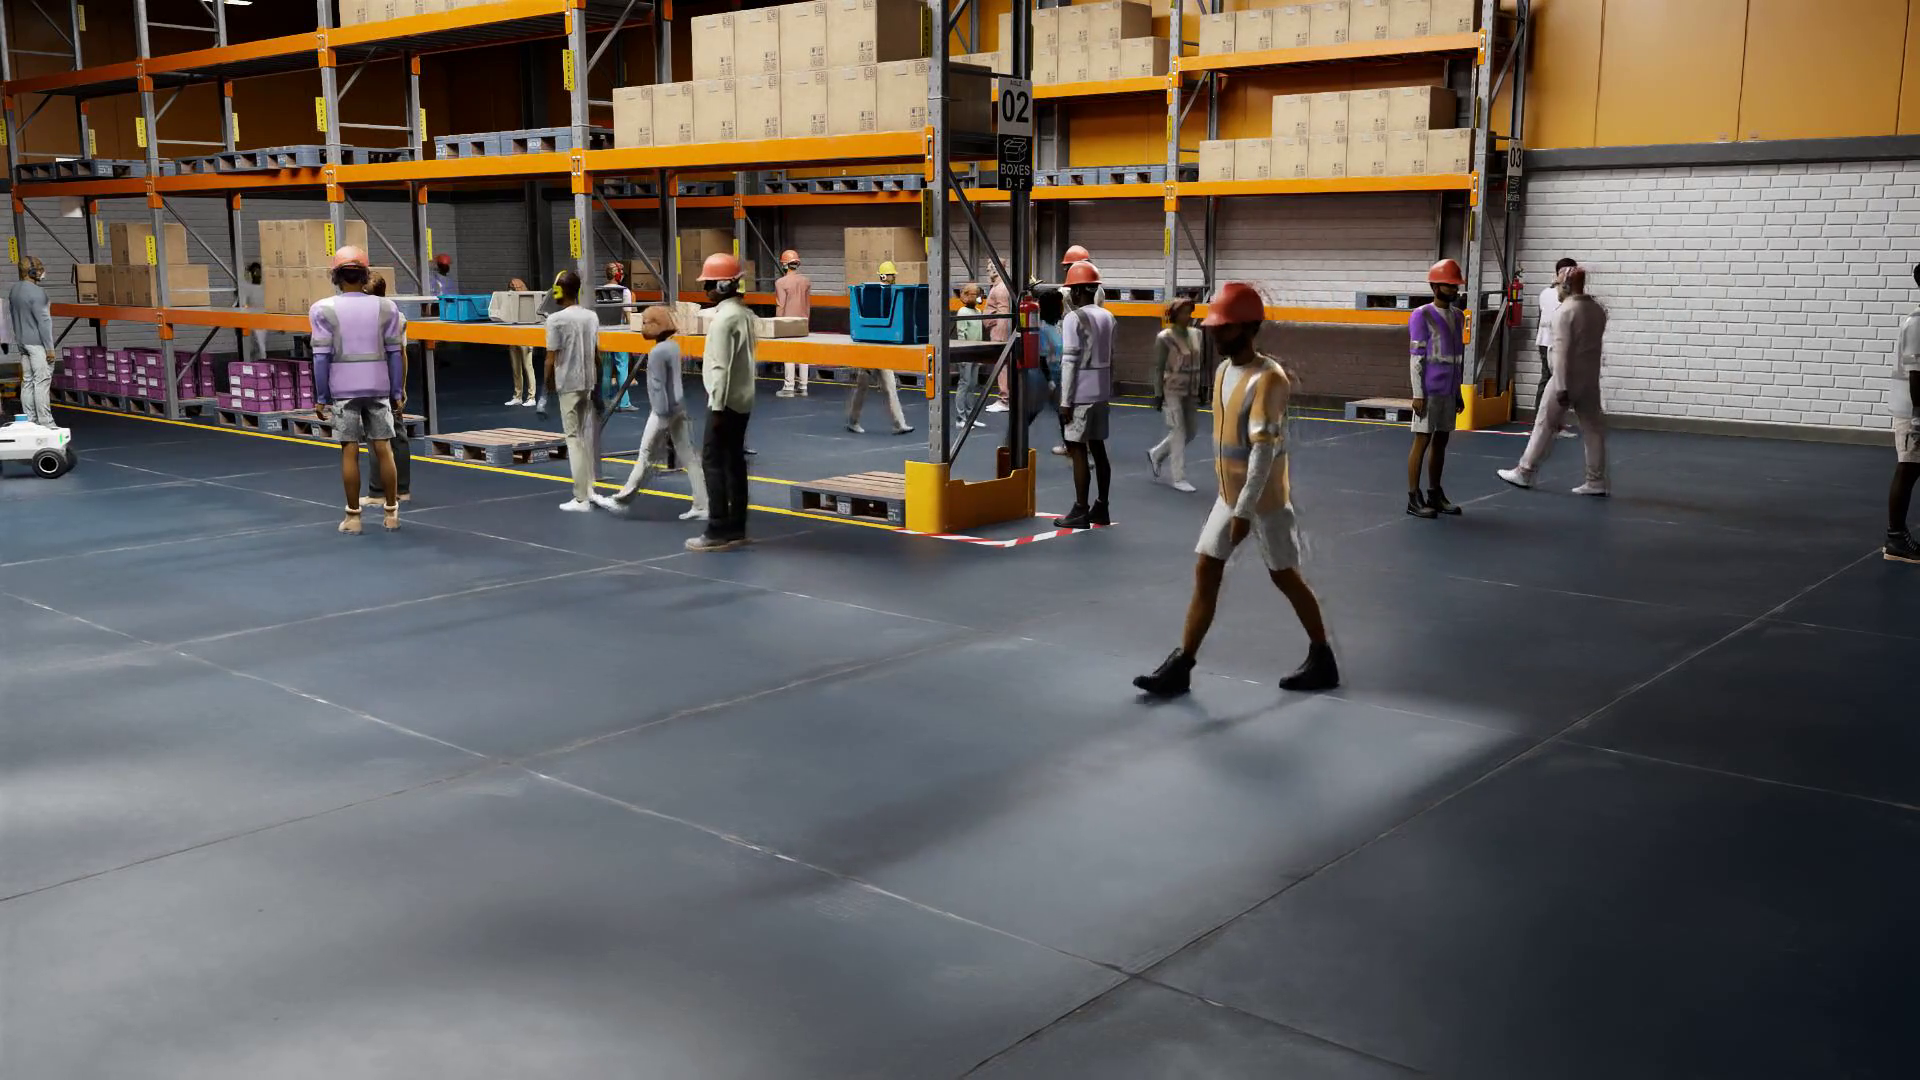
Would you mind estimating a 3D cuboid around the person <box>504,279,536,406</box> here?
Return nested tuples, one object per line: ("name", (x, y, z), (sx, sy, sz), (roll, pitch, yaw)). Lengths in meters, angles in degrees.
("person", (-5.660, -2.532, 21.358), (0.506, 1.631, 0.279), (6, 12, 30))

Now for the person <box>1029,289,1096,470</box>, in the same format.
("person", (0.800, -1.447, 15.110), (0.873, 1.651, 0.530), (6, 12, 31))

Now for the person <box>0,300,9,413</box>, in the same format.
("person", (-12.068, -2.442, 20.448), (0.940, 1.793, 0.635), (6, 11, 29))

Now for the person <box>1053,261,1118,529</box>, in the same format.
("person", (0.894, -1.046, 12.065), (0.386, 1.932, 0.545), (8, 13, 39))

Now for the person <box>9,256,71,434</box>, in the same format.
("person", (-9.936, -2.076, 17.891), (0.630, 1.940, 0.372), (7, 12, 34))

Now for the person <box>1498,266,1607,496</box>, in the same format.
("person", (4.969, -1.313, 13.759), (0.655, 1.863, 0.967), (-6, 12, -32))

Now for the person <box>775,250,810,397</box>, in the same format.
("person", (-2.297, -2.951, 22.712), (0.381, 1.994, 0.622), (8, 13, 39))

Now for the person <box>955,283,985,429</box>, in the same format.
("person", (0.119, -2.067, 18.706), (0.266, 1.631, 0.507), (5, 11, 25))

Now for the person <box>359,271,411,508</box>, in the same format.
("person", (-4.549, -1.174, 13.019), (0.345, 1.847, 0.508), (6, 12, 32))

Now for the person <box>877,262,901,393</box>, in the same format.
("person", (-1.017, -2.986, 23.372), (0.404, 1.832, 0.595), (2, 10, 11))

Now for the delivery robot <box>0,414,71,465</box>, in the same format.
("delivery robot", (-8.265, -0.867, 14.678), (0.707, 0.478, 0.477), (-3, 10, -16))

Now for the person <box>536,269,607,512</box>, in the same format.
("person", (-3.011, -1.136, 12.773), (0.456, 1.855, 0.563), (6, 12, 32))

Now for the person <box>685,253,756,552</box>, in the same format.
("person", (-1.586, -0.920, 11.180), (0.448, 1.989, 0.635), (2, 10, 11))

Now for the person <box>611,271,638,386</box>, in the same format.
("person", (-4.989, -3.106, 24.445), (0.535, 1.697, 0.318), (0, 10, 2))

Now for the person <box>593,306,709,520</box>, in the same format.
("person", (-2.274, -0.930, 12.342), (0.870, 1.590, 0.515), (3, 10, 14))

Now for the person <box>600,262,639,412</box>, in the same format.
("person", (-4.271, -2.495, 20.540), (0.570, 1.843, 0.372), (5, 11, 27))

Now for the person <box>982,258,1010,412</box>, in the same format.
("person", (0.475, -2.532, 20.606), (0.401, 1.901, 0.641), (1, 10, 5))

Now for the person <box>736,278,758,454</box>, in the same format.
("person", (-2.184, -1.689, 16.187), (0.328, 1.764, 0.528), (10, 14, 44))

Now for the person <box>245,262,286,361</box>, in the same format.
("person", (-10.361, -3.184, 24.576), (0.973, 1.819, 0.520), (6, 12, 31))

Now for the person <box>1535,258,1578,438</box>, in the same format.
("person", (6.379, -2.046, 17.785), (0.372, 1.914, 0.597), (-3, 10, -15))

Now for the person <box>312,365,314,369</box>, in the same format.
("person", (-10.795, -3.856, 28.142), (0.597, 1.900, 0.825), (2, 10, 14))

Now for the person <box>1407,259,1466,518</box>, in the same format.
("person", (3.615, -1.138, 12.553), (0.544, 1.939, 0.355), (-7, 12, -35))

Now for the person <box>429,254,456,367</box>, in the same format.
("person", (-8.684, -3.876, 28.172), (0.498, 1.923, 0.566), (4, 11, 23))

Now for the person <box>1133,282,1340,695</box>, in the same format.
("person", (1.317, -0.212, 7.480), (1.010, 1.879, 0.567), (-4, 11, -22))

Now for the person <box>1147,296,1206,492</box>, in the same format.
("person", (1.796, -1.237, 13.994), (0.513, 1.627, 0.594), (-8, 13, -38))

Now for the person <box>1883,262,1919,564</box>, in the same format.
("person", (6.221, -0.840, 10.775), (0.367, 1.966, 0.605), (6, 11, 30))

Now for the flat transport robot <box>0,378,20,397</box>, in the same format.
("flat transport robot", (-12.888, -2.113, 22.845), (0.652, 0.197, 1.431), (3, 10, 18))

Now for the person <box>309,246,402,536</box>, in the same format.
("person", (-4.264, -1.048, 11.775), (0.609, 2.031, 0.409), (-6, 12, -31))

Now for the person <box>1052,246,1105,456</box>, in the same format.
("person", (1.135, -1.842, 16.263), (0.608, 2.044, 0.370), (-9, 14, -43))

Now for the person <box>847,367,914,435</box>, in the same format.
("person", (-0.910, -1.927, 18.041), (0.914, 1.588, 0.529), (8, 13, 39))
